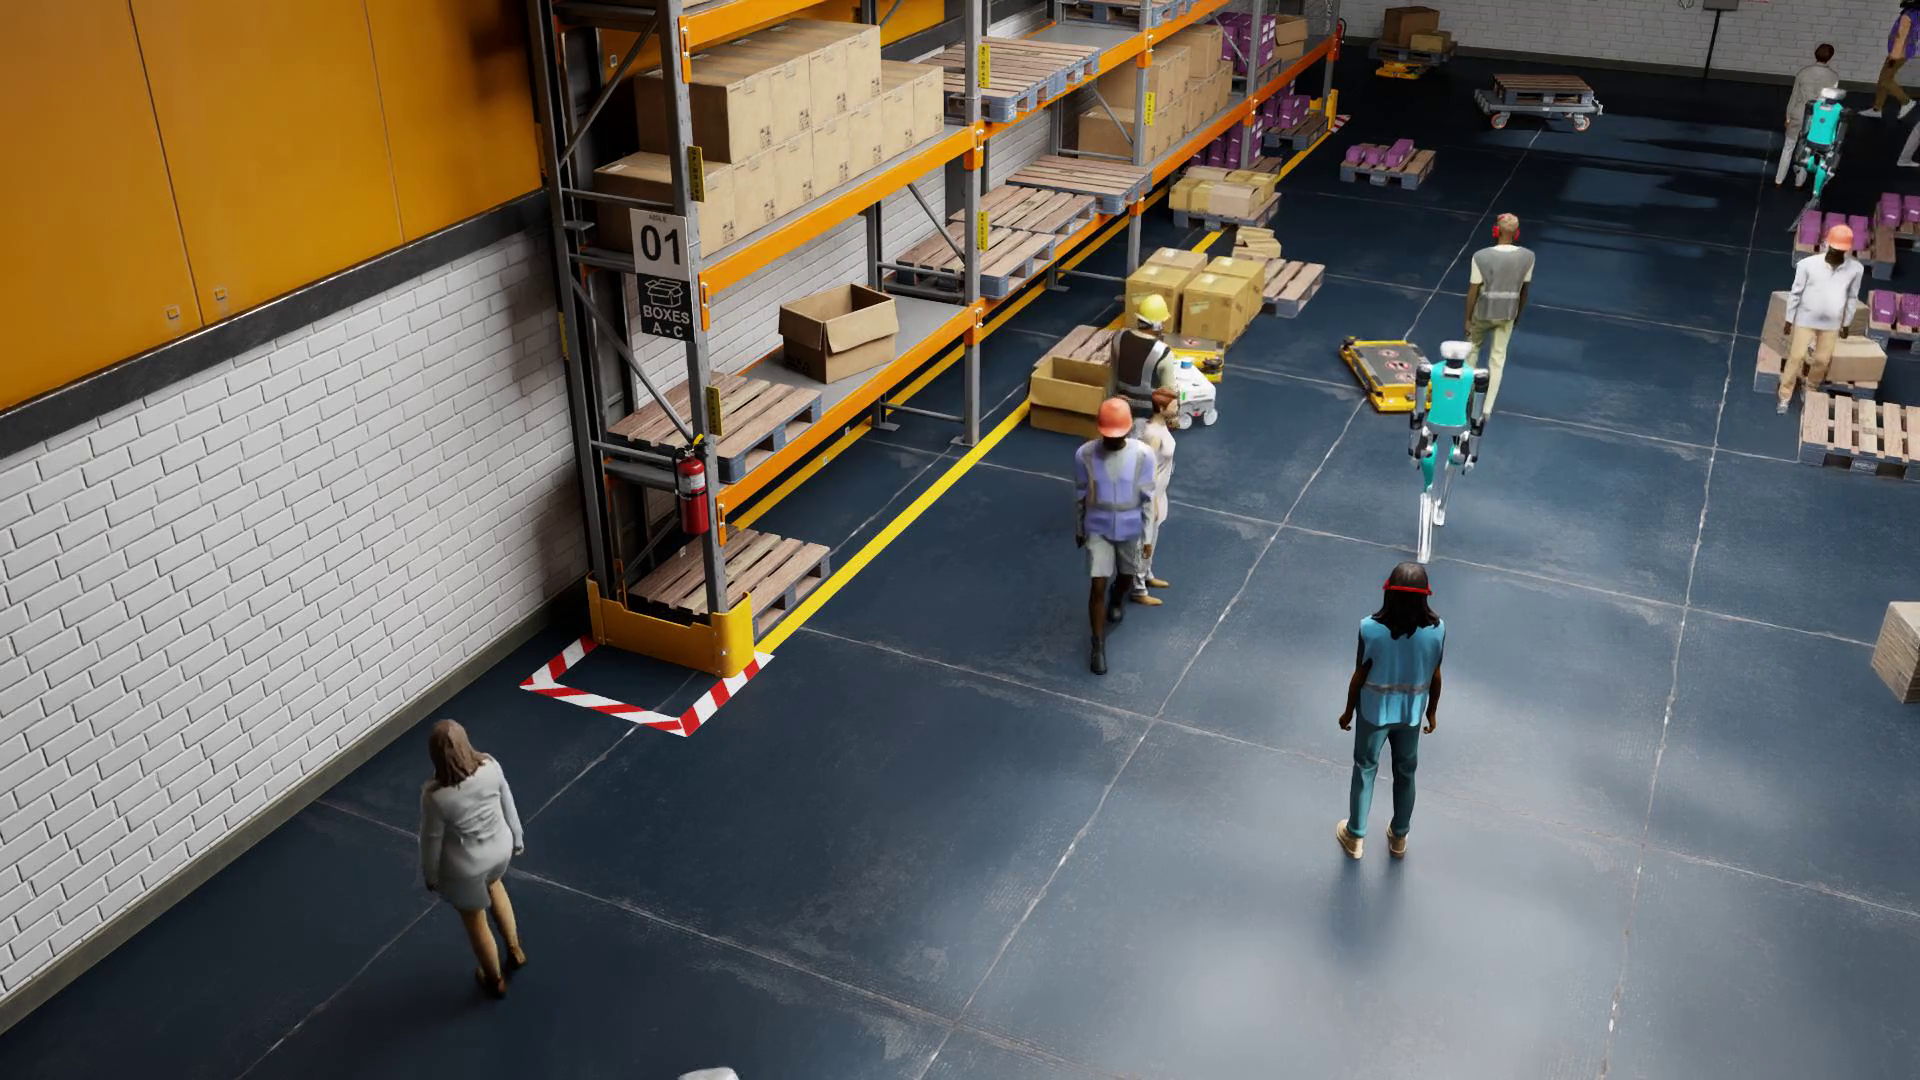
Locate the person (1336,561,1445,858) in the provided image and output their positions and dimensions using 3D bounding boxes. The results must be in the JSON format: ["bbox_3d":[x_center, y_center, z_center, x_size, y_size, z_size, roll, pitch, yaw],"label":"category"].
[{"bbox_3d":[2.396,0.967,9.251,0.539,1.864,0.373,0,28,1],"label":"person"}]

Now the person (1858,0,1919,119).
[{"bbox_3d":[13.605,-7.043,24.057,0.634,1.908,0.555,17,33,29],"label":"person"}]

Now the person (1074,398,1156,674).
[{"bbox_3d":[1.028,-0.111,11.207,0.538,1.904,0.838,1,28,3],"label":"person"}]

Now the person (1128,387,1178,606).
[{"bbox_3d":[1.386,-0.319,11.861,0.296,1.651,0.449,6,29,11],"label":"person"}]

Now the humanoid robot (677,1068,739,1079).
[{"bbox_3d":[-0.814,2.754,6.054,0.549,1.745,0.959,-12,31,-21],"label":"humanoid robot"}]

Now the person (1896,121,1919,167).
[{"bbox_3d":[12.765,-5.667,21.585,0.739,1.854,0.657,16,32,27],"label":"person"}]

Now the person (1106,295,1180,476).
[{"bbox_3d":[1.507,-1.090,13.155,0.926,1.779,0.603,-23,36,-35],"label":"person"}]

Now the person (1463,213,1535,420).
[{"bbox_3d":[4.752,-2.044,14.878,0.569,1.815,0.787,1,28,2],"label":"person"}]

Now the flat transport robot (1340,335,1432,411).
[{"bbox_3d":[4.080,-1.573,15.646,0.659,0.231,1.431,-1,28,-3],"label":"flat transport robot"}]

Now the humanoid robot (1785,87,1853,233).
[{"bbox_3d":[10.122,-4.448,19.472,1.037,1.750,0.547,-21,35,-34],"label":"humanoid robot"}]

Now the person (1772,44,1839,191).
[{"bbox_3d":[10.677,-5.318,20.956,0.522,1.823,0.364,11,30,19],"label":"person"}]

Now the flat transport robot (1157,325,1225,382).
[{"bbox_3d":[2.260,-1.910,16.270,0.659,0.231,1.431,5,29,9],"label":"flat transport robot"}]

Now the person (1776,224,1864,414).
[{"bbox_3d":[7.657,-1.970,14.832,0.573,1.757,0.402,7,29,13],"label":"person"}]

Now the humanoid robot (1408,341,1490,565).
[{"bbox_3d":[3.692,-0.766,12.668,0.537,1.784,1.038,9,30,16],"label":"humanoid robot"}]

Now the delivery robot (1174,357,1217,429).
[{"bbox_3d":[2.014,-1.360,14.920,0.506,0.568,0.732,-7,29,-13],"label":"delivery robot"}]

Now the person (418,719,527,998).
[{"bbox_3d":[-2.451,1.587,8.319,0.384,1.645,0.523,23,36,36],"label":"person"}]

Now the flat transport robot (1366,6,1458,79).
[{"bbox_3d":[7.337,-7.769,27.133,0.659,0.231,1.431,16,32,27],"label":"flat transport robot"}]
